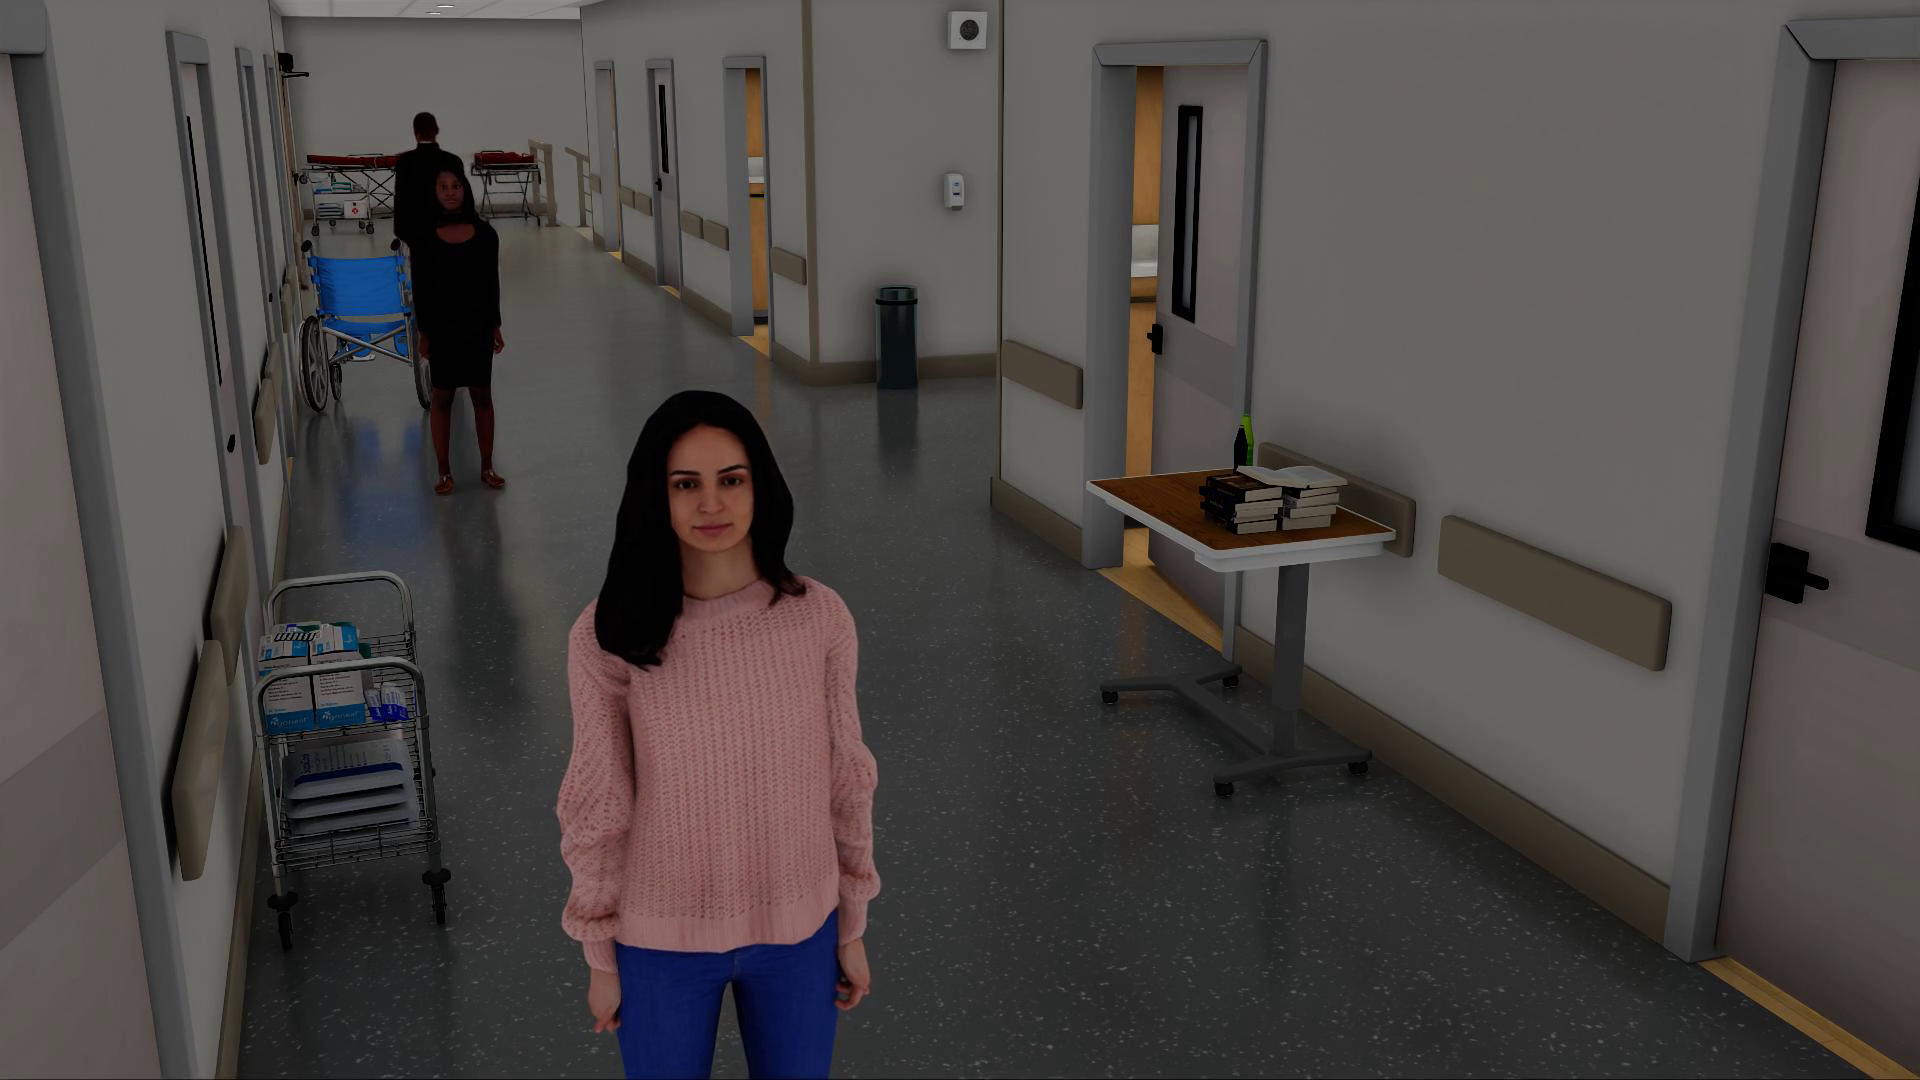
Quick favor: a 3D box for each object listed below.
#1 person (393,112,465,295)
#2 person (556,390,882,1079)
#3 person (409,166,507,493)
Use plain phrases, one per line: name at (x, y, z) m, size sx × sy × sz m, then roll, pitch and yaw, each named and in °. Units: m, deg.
person at (-3.963, -2.243, 12.592) m, size 0.834 × 1.873 × 1.150 m, roll -10°, pitch 18°, yaw -31°
person at (-0.366, 0.631, 2.589) m, size 0.653 × 1.770 × 0.554 m, roll -4°, pitch 16°, yaw -15°
person at (-2.680, -1.125, 8.910) m, size 0.632 × 1.719 × 0.534 m, roll -7°, pitch 17°, yaw -25°
